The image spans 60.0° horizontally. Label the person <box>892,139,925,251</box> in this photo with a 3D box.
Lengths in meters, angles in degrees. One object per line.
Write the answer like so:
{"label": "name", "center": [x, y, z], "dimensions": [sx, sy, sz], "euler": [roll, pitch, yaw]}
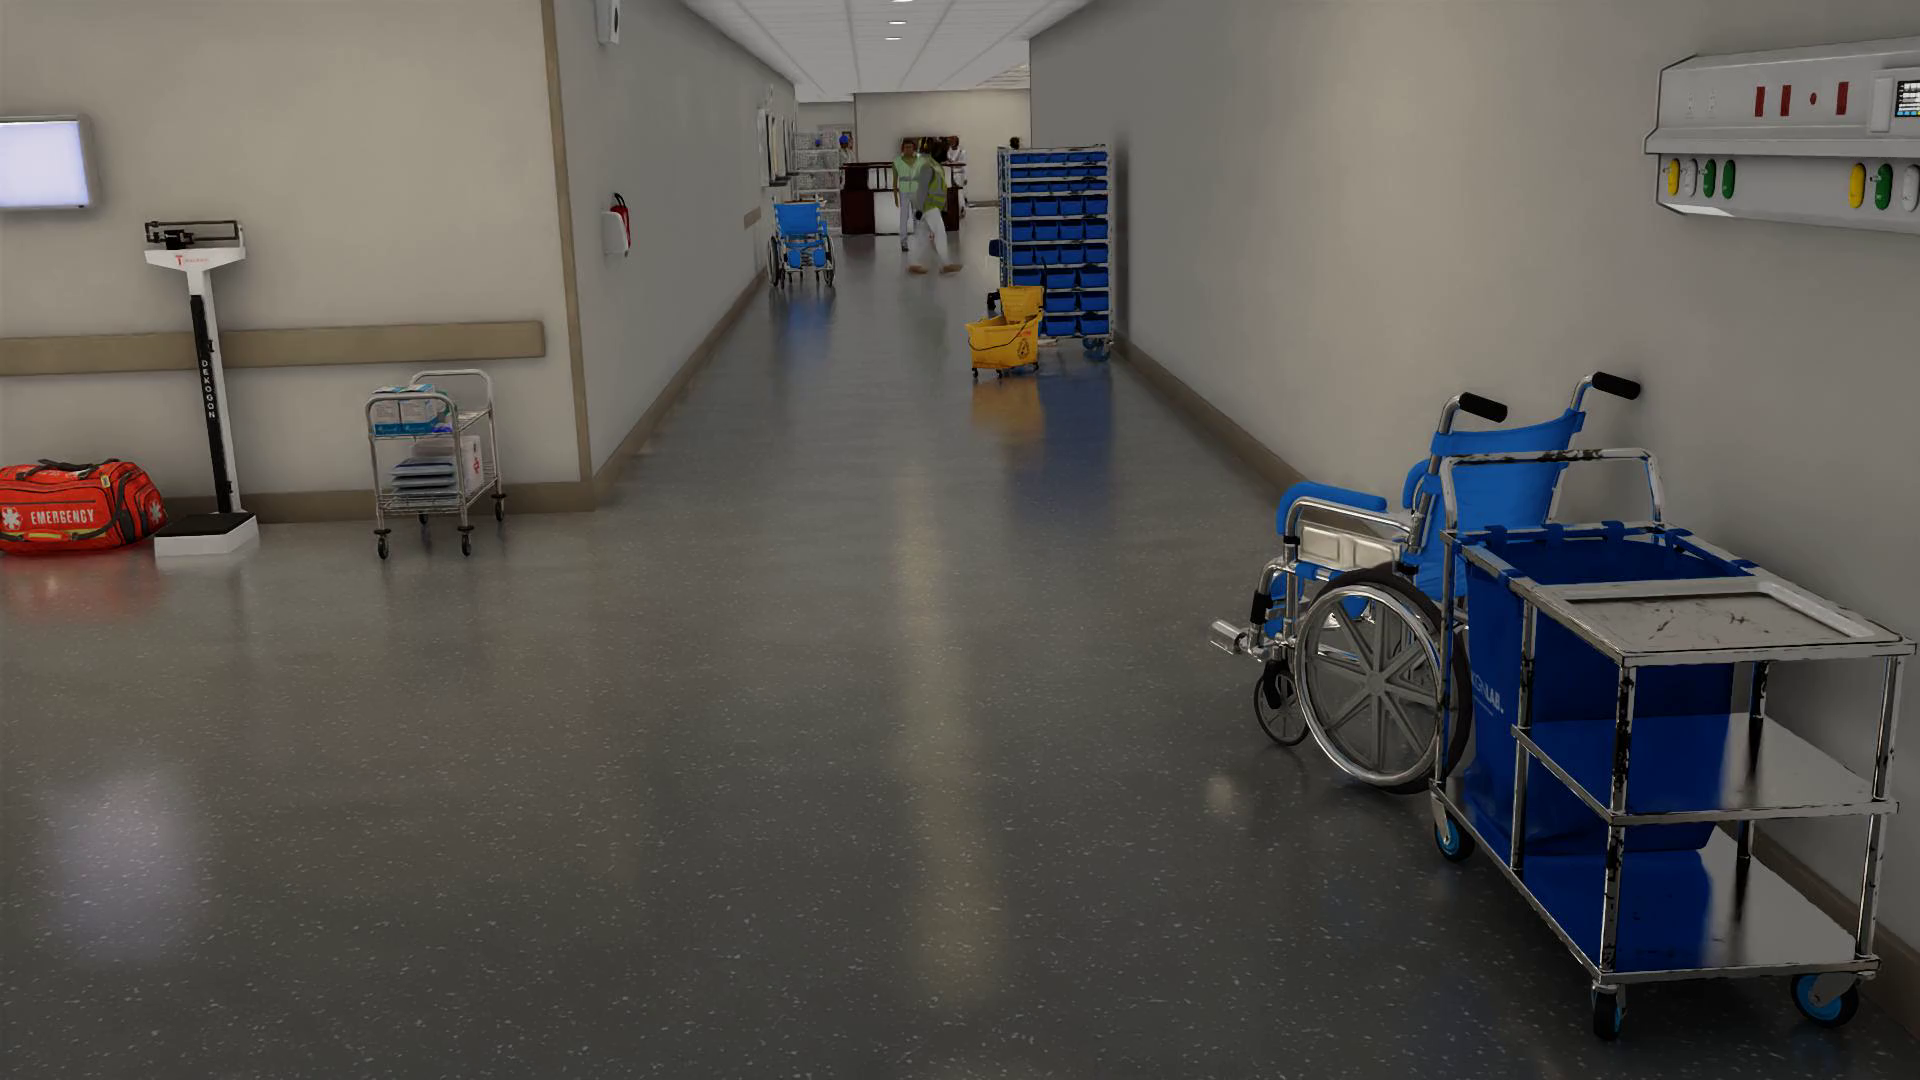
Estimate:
{"label": "person", "center": [-0.839, -5.738, 27.695], "dimensions": [0.560, 1.839, 0.394], "euler": [-5, 14, -14]}

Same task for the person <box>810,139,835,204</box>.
{"label": "person", "center": [-4.126, -10.792, 48.753], "dimensions": [1.030, 1.900, 0.613], "euler": [-13, 18, -39]}

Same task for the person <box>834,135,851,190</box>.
{"label": "person", "center": [-2.861, -9.020, 41.187], "dimensions": [0.384, 1.949, 0.603], "euler": [5, 15, 24]}

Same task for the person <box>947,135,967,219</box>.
{"label": "person", "center": [-0.095, -8.242, 37.817], "dimensions": [0.597, 1.872, 0.362], "euler": [10, 18, 40]}

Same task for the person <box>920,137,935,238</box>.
{"label": "person", "center": [-0.598, -6.605, 31.173], "dimensions": [0.328, 1.865, 0.508], "euler": [0, 14, 7]}

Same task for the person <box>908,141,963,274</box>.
{"label": "person", "center": [-0.351, -4.558, 22.868], "dimensions": [0.901, 1.791, 0.650], "euler": [1, 14, 10]}

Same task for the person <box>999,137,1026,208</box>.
{"label": "person", "center": [1.363, -9.220, 41.845], "dimensions": [0.968, 1.791, 0.629], "euler": [-6, 14, -18]}

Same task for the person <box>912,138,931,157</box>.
{"label": "person", "center": [-0.865, -8.651, 39.701], "dimensions": [0.600, 1.827, 0.403], "euler": [-1, 14, 4]}
